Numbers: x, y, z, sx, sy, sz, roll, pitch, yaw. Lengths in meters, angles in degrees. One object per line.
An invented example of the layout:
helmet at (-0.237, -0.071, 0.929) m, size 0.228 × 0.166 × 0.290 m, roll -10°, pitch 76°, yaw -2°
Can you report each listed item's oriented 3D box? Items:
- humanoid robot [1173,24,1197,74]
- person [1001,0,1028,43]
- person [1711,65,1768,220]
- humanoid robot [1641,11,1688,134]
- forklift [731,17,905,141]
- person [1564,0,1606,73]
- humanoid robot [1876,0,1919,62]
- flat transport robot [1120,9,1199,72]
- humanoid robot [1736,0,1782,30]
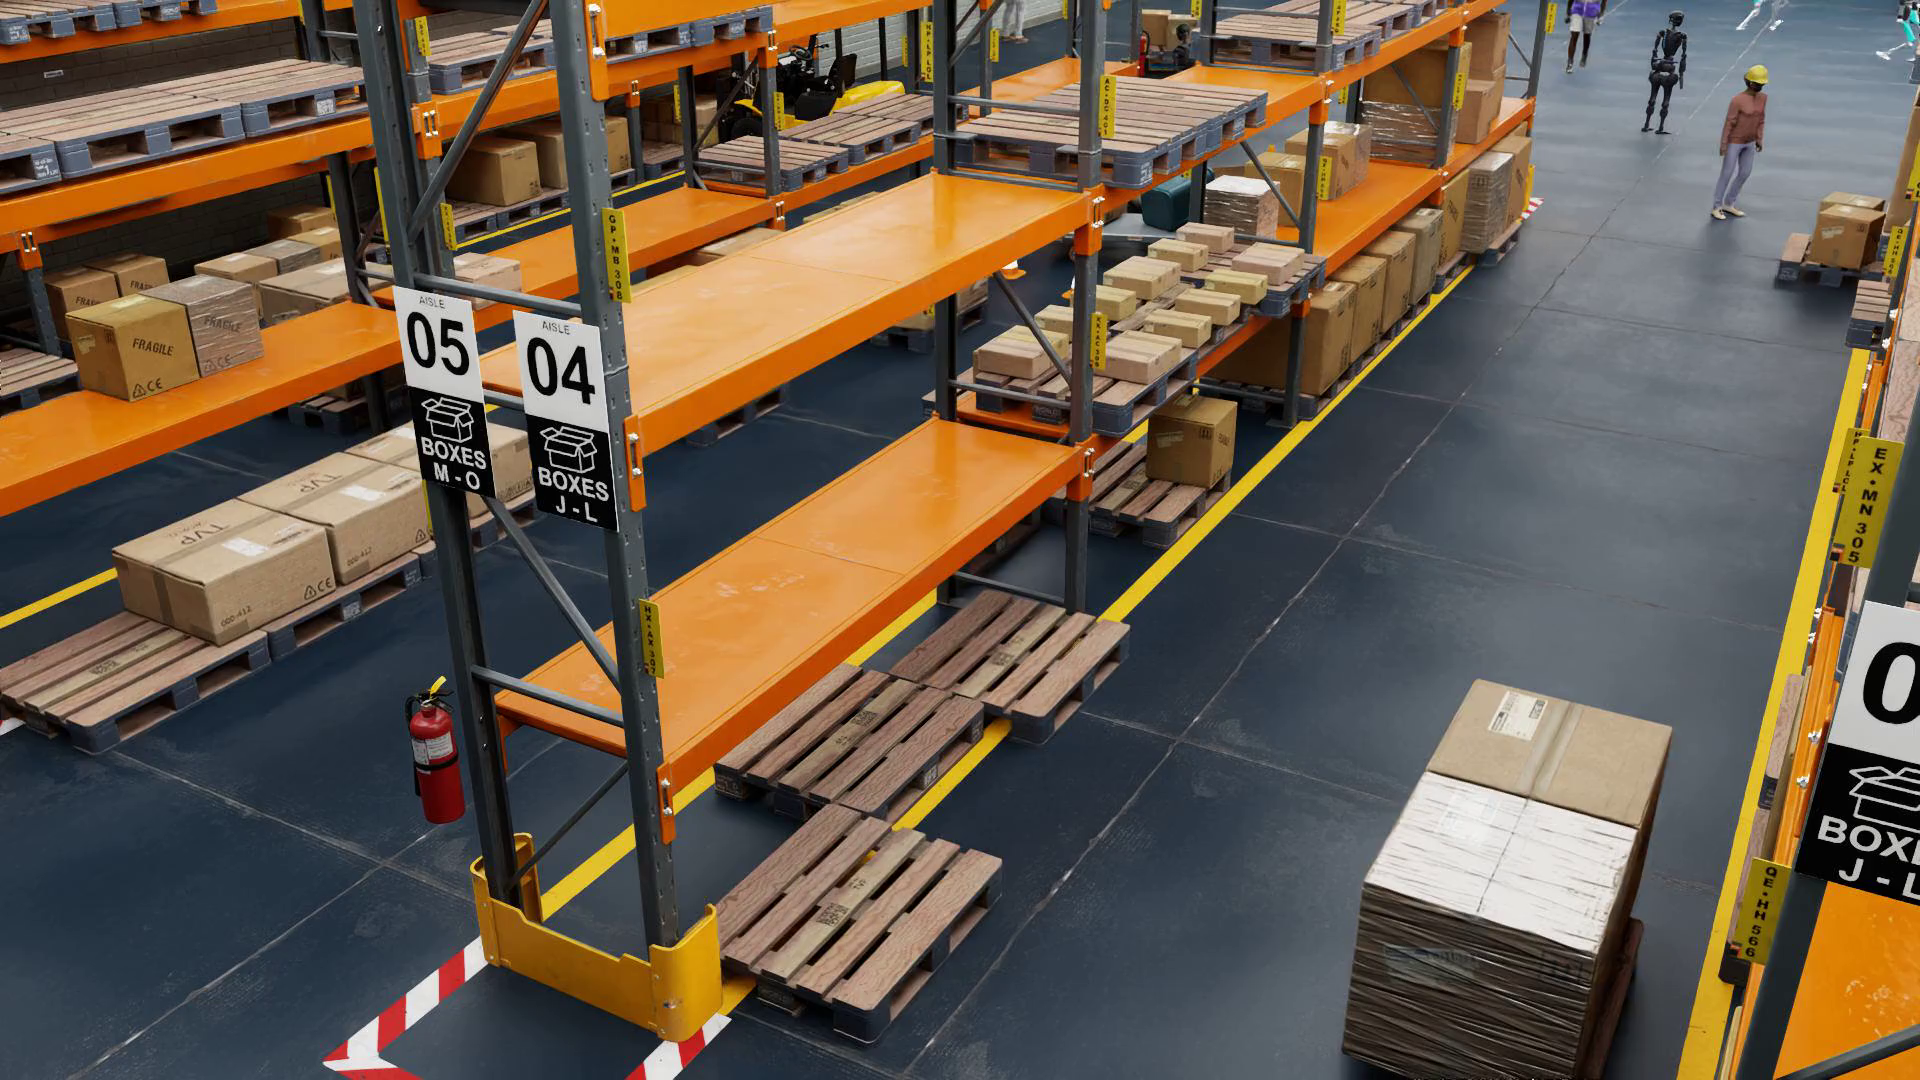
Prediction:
humanoid robot at (3.091, -6.078, 22.358) m, size 0.484 × 1.645 × 0.612 m, roll 21°, pitch 33°, yaw 36°
person at (1.003, -10.090, 30.414) m, size 0.391 × 1.916 × 0.644 m, roll -21°, pitch 33°, yaw -36°
person at (8.974, -4.566, 19.119) m, size 0.541 × 1.754 × 0.372 m, roll -11°, pitch 28°, yaw -21°
humanoid robot at (9.915, -6.581, 23.377) m, size 0.315 × 1.657 × 0.599 m, roll -12°, pitch 28°, yaw -24°
forklift at (-1.819, -5.975, 21.543) m, size 2.313 × 2.155 × 1.214 m, roll 14°, pitch 29°, yaw 26°
person at (10.466, -8.844, 27.821) m, size 0.624 × 1.921 × 0.991 m, roll 10°, pitch 28°, yaw 21°
humanoid robot at (16.167, -8.885, 28.103) m, size 0.540 × 1.727 × 0.990 m, roll -16°, pitch 30°, yaw -30°
flat transport robot at (3.430, -8.025, 28.018) m, size 1.431 × 0.231 × 0.659 m, roll 2°, pitch 26°, yaw 3°
humanoid robot at (15.427, -10.594, 31.709) m, size 0.987 × 1.776 × 0.534 m, roll 1°, pitch 26°, yaw 1°
